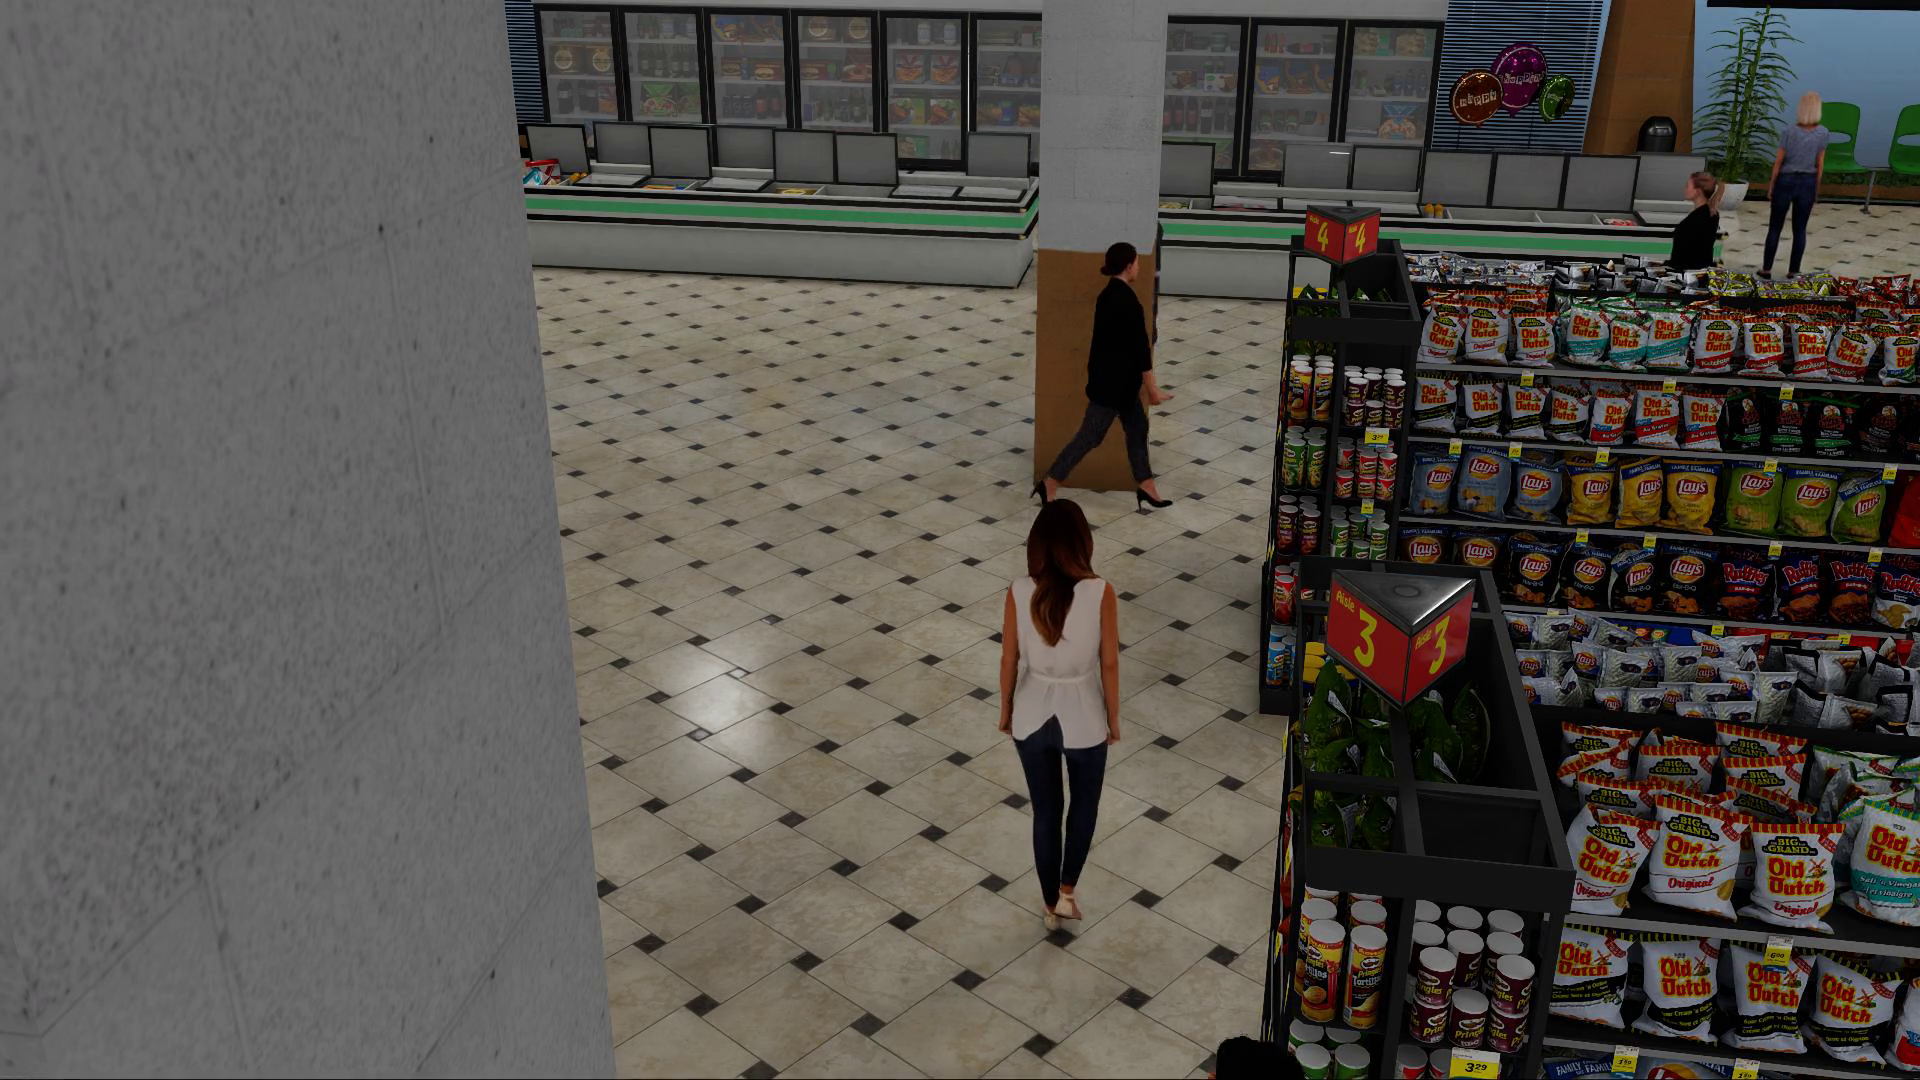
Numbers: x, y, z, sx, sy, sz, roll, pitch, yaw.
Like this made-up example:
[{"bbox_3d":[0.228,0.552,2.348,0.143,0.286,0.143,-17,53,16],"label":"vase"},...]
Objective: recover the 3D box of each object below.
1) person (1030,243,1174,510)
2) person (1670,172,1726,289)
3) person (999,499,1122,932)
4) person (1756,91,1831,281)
[{"bbox_3d":[0.830,-0.892,9.975,1.227,1.665,0.917,-4,24,-9],"label":"person"},{"bbox_3d":[5.305,-1.771,11.971,1.030,1.675,0.908,20,31,38],"label":"person"},{"bbox_3d":[0.362,0.728,6.139,0.560,1.772,0.676,4,24,9],"label":"person"},{"bbox_3d":[7.670,-3.227,15.241,0.499,1.721,0.666,7,25,16],"label":"person"}]
